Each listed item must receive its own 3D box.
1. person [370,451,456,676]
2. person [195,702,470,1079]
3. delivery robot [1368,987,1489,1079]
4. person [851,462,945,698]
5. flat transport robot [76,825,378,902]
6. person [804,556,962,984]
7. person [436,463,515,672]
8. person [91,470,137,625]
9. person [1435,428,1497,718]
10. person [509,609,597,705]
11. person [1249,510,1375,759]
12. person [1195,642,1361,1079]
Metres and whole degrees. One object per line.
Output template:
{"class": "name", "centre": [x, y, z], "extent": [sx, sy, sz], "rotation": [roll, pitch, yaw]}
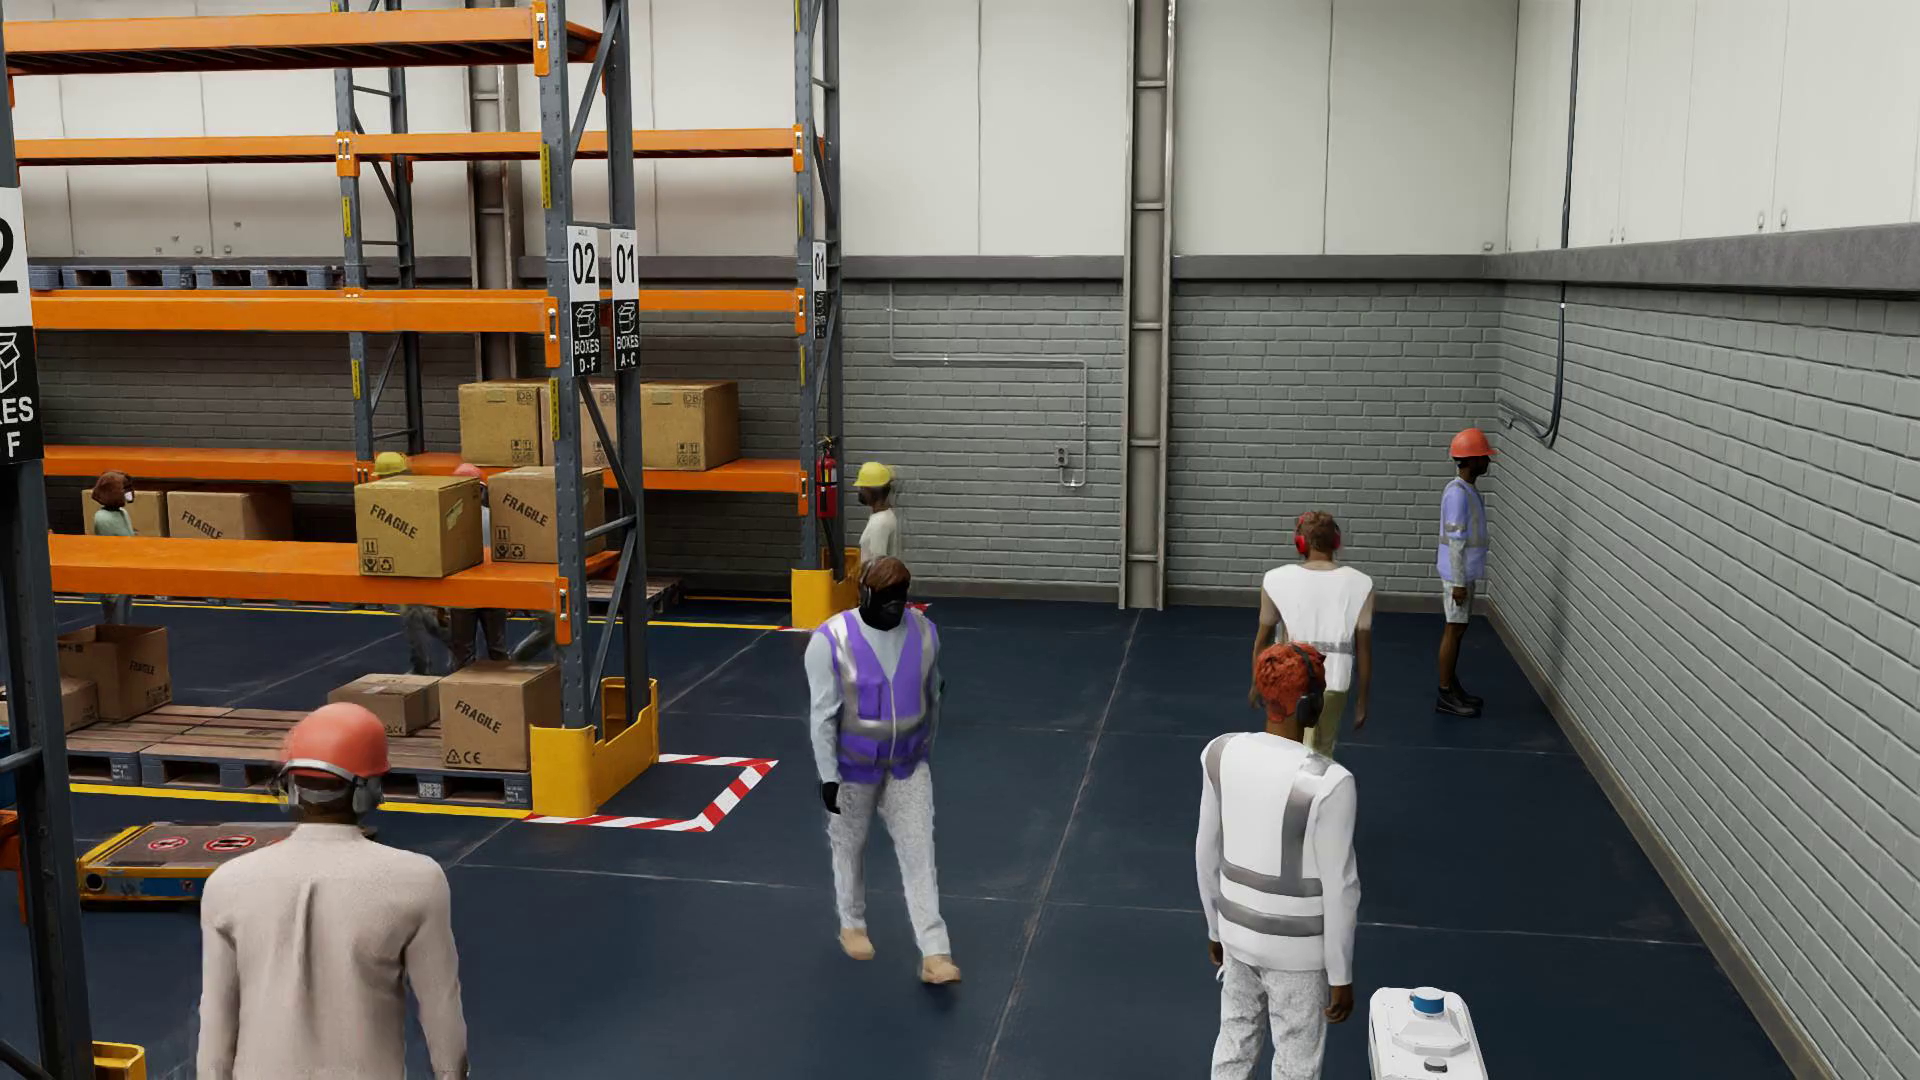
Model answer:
{"class": "person", "centre": [-3.928, 0.202, 12.031], "extent": [0.559, 1.717, 0.498], "rotation": [-2, 9, -13]}
{"class": "person", "centre": [-1.543, 1.397, 4.027], "extent": [0.628, 1.930, 1.004], "rotation": [0, 9, 1]}
{"class": "delivery robot", "centre": [1.583, 1.763, 5.651], "extent": [0.477, 0.478, 0.707], "rotation": [2, 9, 10]}
{"class": "person", "centre": [-0.460, 0.348, 11.044], "extent": [0.643, 1.747, 0.529], "rotation": [0, 9, 3]}
{"class": "flat transport robot", "centre": [-3.616, 1.563, 8.059], "extent": [1.431, 0.197, 0.652], "rotation": [0, 9, 1]}
{"class": "person", "centre": [-0.314, 0.973, 6.987], "extent": [0.629, 1.800, 0.920], "rotation": [-4, 10, -22]}
{"class": "person", "centre": [-3.183, 0.367, 10.914], "extent": [0.568, 1.747, 0.347], "rotation": [-6, 11, -35]}
{"class": "person", "centre": [-5.830, 0.324, 11.529], "extent": [0.274, 1.632, 0.503], "rotation": [-2, 9, -11]}
{"class": "person", "centre": [3.413, 0.215, 11.255], "extent": [0.340, 1.942, 0.552], "rotation": [4, 10, 22]}
{"class": "person", "centre": [-2.906, 0.352, 11.472], "extent": [0.748, 1.606, 0.528], "rotation": [2, 9, 15]}
{"class": "person", "centre": [1.786, 0.755, 8.373], "extent": [0.581, 1.801, 0.927], "rotation": [0, 9, 1]}
{"class": "person", "centre": [0.971, 1.239, 5.087], "extent": [0.359, 1.882, 0.575], "rotation": [-7, 12, -39]}
